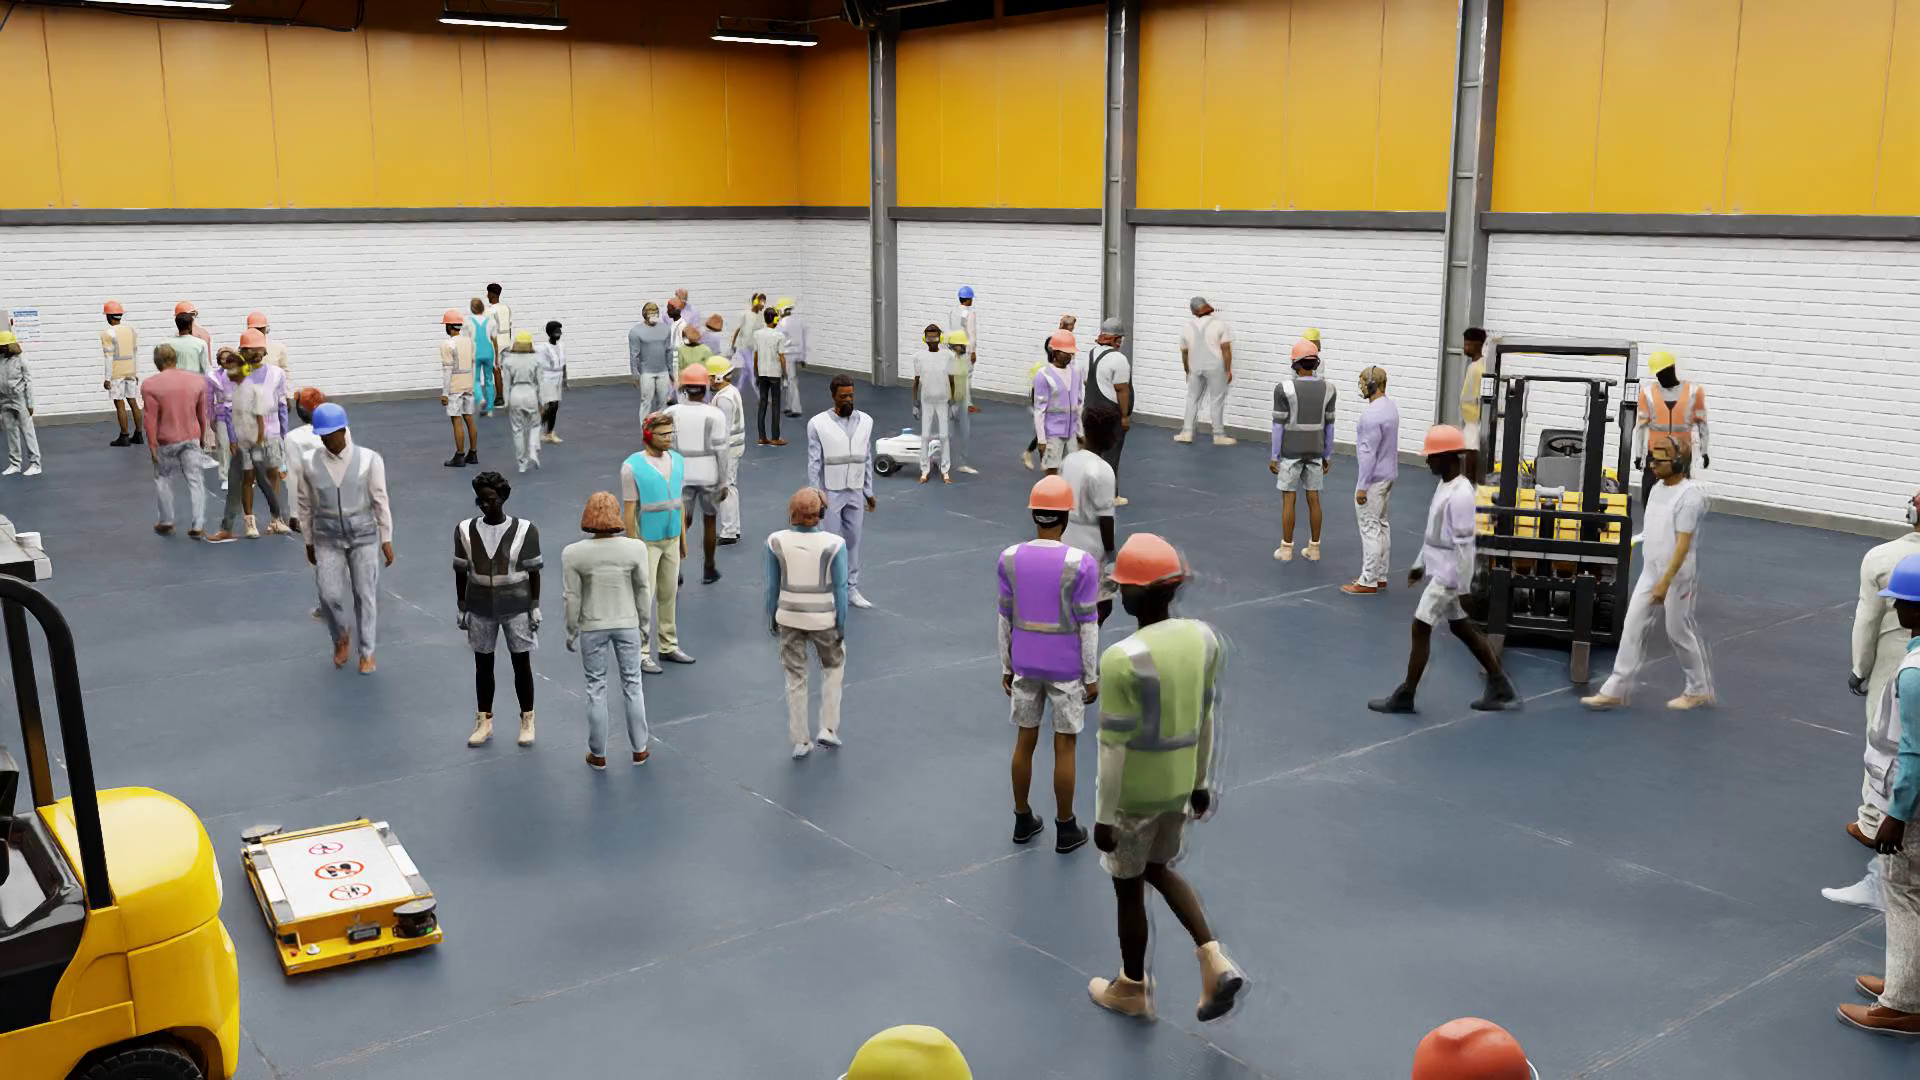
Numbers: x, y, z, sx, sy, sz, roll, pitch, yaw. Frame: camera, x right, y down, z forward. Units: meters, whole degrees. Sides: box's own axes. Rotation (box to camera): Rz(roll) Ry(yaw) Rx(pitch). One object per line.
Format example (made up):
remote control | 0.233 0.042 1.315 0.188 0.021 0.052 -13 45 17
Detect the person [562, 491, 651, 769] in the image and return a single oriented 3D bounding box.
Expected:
person | -2.045 0.526 9.683 0.498 1.634 0.282 -3 12 -16

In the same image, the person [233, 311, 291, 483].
person | -8.103 -1.657 19.352 0.612 1.995 0.382 -6 13 -25

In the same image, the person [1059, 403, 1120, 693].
person | 0.848 0.051 11.226 0.427 1.975 0.653 -5 13 -23

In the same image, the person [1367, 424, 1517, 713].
person | 3.175 0.202 10.664 0.915 1.897 0.557 3 12 13

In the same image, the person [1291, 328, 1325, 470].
person | 4.234 -1.706 20.226 0.324 1.737 0.488 -10 15 -39

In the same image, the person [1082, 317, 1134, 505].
person | 1.630 -1.408 18.035 0.540 2.000 0.692 -6 13 -27

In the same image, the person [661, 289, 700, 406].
person | -4.479 -3.104 26.721 0.642 1.846 0.997 0 12 -2

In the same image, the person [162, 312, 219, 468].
person | -9.423 -1.820 20.322 0.588 1.920 0.398 0 12 2

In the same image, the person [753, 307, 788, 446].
person | -2.523 -2.175 22.198 0.521 1.857 0.343 6 13 25

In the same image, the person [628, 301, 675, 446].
person | -4.111 -2.221 22.246 0.635 1.929 0.382 -10 15 -39

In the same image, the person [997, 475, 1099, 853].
person | 0.457 0.630 8.480 0.547 1.927 0.389 6 13 27

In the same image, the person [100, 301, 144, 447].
person | -11.211 -2.216 22.187 0.361 1.935 0.553 4 12 19

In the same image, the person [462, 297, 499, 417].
person | -7.158 -2.722 24.895 0.529 1.826 0.576 -6 13 -25

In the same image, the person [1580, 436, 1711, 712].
person | 4.504 0.230 10.669 0.849 1.811 0.512 -2 12 -12

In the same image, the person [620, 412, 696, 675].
person | -2.146 0.012 11.677 0.377 1.836 0.566 8 14 33

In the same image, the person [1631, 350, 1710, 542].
person | 6.745 -0.853 15.771 0.666 1.886 0.400 5 13 25

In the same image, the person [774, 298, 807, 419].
person | -2.613 -2.717 24.938 0.718 1.794 0.630 8 14 34

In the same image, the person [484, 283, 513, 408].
person | -7.285 -3.063 26.208 0.362 1.965 0.611 4 12 20

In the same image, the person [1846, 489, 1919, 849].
person | 4.853 0.646 8.434 0.643 1.911 0.411 3 12 15

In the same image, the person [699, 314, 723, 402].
person | -3.629 -2.504 24.370 0.563 1.604 0.530 -7 14 -30

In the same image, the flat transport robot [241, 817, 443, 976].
flat transport robot | -2.920 1.606 7.777 0.652 0.197 1.431 -7 13 -29

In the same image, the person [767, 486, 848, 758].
person | -0.905 0.490 9.893 0.520 1.624 0.411 2 12 9

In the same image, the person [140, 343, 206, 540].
person | -7.666 -0.963 16.205 0.864 1.903 0.647 11 16 42

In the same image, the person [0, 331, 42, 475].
person | -11.292 -1.629 19.856 0.489 1.737 0.321 3 12 13

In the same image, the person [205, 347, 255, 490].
person | -8.282 -1.380 18.901 0.508 1.629 0.317 -8 14 -34

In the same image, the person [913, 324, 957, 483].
person | -0.296 -1.580 19.317 0.512 1.861 0.325 0 12 -1

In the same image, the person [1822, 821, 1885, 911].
person | 4.593 0.837 7.630 0.877 1.866 0.625 8 14 34

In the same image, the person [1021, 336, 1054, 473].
person | 1.032 -1.611 19.894 0.427 1.679 0.544 10 15 40

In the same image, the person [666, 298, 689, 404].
person | -4.010 -2.507 23.742 0.358 1.880 0.576 -4 12 -19

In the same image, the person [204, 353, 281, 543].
person | -6.938 -0.900 16.119 0.523 1.817 0.889 4 12 19

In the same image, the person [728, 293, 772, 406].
person | -3.279 -2.966 26.137 0.956 1.801 0.591 9 15 36

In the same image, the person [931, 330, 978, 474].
person | -0.146 -1.663 19.992 0.675 1.739 0.550 8 14 32

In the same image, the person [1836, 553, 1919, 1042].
person | 3.772 1.009 6.596 0.406 1.942 0.614 10 16 41

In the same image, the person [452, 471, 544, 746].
person | -2.785 0.418 10.050 0.540 1.695 0.317 0 12 -1

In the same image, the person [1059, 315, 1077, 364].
person | 1.502 -2.392 23.768 0.310 1.637 0.525 1 12 3

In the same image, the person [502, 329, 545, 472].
person | -5.266 -1.678 20.098 0.494 1.727 0.404 -2 12 -11

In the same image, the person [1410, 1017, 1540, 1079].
person | 0.987 1.777 3.351 0.329 1.751 0.572 -9 14 -36

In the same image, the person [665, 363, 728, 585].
person | -2.250 -0.535 14.110 0.551 1.920 0.665 2 12 11

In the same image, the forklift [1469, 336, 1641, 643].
forklift | 4.683 -0.471 13.136 1.214 2.155 2.313 4 12 20

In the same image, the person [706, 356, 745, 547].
person | -2.252 -0.845 15.862 0.403 1.820 0.603 -1 12 -3

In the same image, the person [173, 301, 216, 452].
person | -9.895 -2.085 21.459 0.410 1.980 0.624 3 12 12

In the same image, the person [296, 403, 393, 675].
person | -4.251 -0.001 11.535 0.625 1.926 0.436 -3 12 -14

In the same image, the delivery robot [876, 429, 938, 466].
delivery robot | -0.632 -1.088 19.872 0.707 0.478 0.477 3 12 13

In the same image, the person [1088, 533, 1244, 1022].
person | 0.789 0.979 6.537 0.629 2.030 0.633 -10 16 -41

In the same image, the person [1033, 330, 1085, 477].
person | 0.997 -1.056 16.384 0.613 2.028 0.409 -10 15 -40

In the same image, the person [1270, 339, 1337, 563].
person | 3.104 -0.804 15.154 0.602 2.035 0.408 -3 12 -14

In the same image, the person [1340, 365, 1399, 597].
person | 3.454 -0.493 13.901 0.385 1.929 0.635 6 13 28

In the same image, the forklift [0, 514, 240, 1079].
forklift | -3.687 1.115 5.480 2.313 2.155 1.214 -9 15 -36

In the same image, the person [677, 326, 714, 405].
person | -3.531 -2.072 22.332 0.560 1.593 0.573 2 12 11

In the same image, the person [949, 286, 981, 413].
person | 0.062 -2.923 25.577 0.406 1.947 0.606 -8 14 -34

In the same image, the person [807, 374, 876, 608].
person | -0.961 -0.383 13.386 0.597 1.916 0.371 -8 14 -35

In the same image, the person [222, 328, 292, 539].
person | -6.846 -1.043 16.258 0.608 2.048 0.365 -10 16 -41

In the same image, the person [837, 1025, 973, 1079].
person | -0.092 1.774 3.175 0.404 1.832 0.594 2 12 7

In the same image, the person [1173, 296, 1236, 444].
person | 3.356 -2.308 22.381 0.829 2.000 0.539 8 14 33

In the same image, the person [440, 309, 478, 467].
person | -6.201 -1.870 20.515 0.358 1.938 0.548 5 13 24

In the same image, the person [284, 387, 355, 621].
person | -4.930 -0.263 12.927 0.510 1.868 0.570 7 14 31

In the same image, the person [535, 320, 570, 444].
person | -5.472 -2.107 22.291 0.378 1.678 0.545 5 13 21
